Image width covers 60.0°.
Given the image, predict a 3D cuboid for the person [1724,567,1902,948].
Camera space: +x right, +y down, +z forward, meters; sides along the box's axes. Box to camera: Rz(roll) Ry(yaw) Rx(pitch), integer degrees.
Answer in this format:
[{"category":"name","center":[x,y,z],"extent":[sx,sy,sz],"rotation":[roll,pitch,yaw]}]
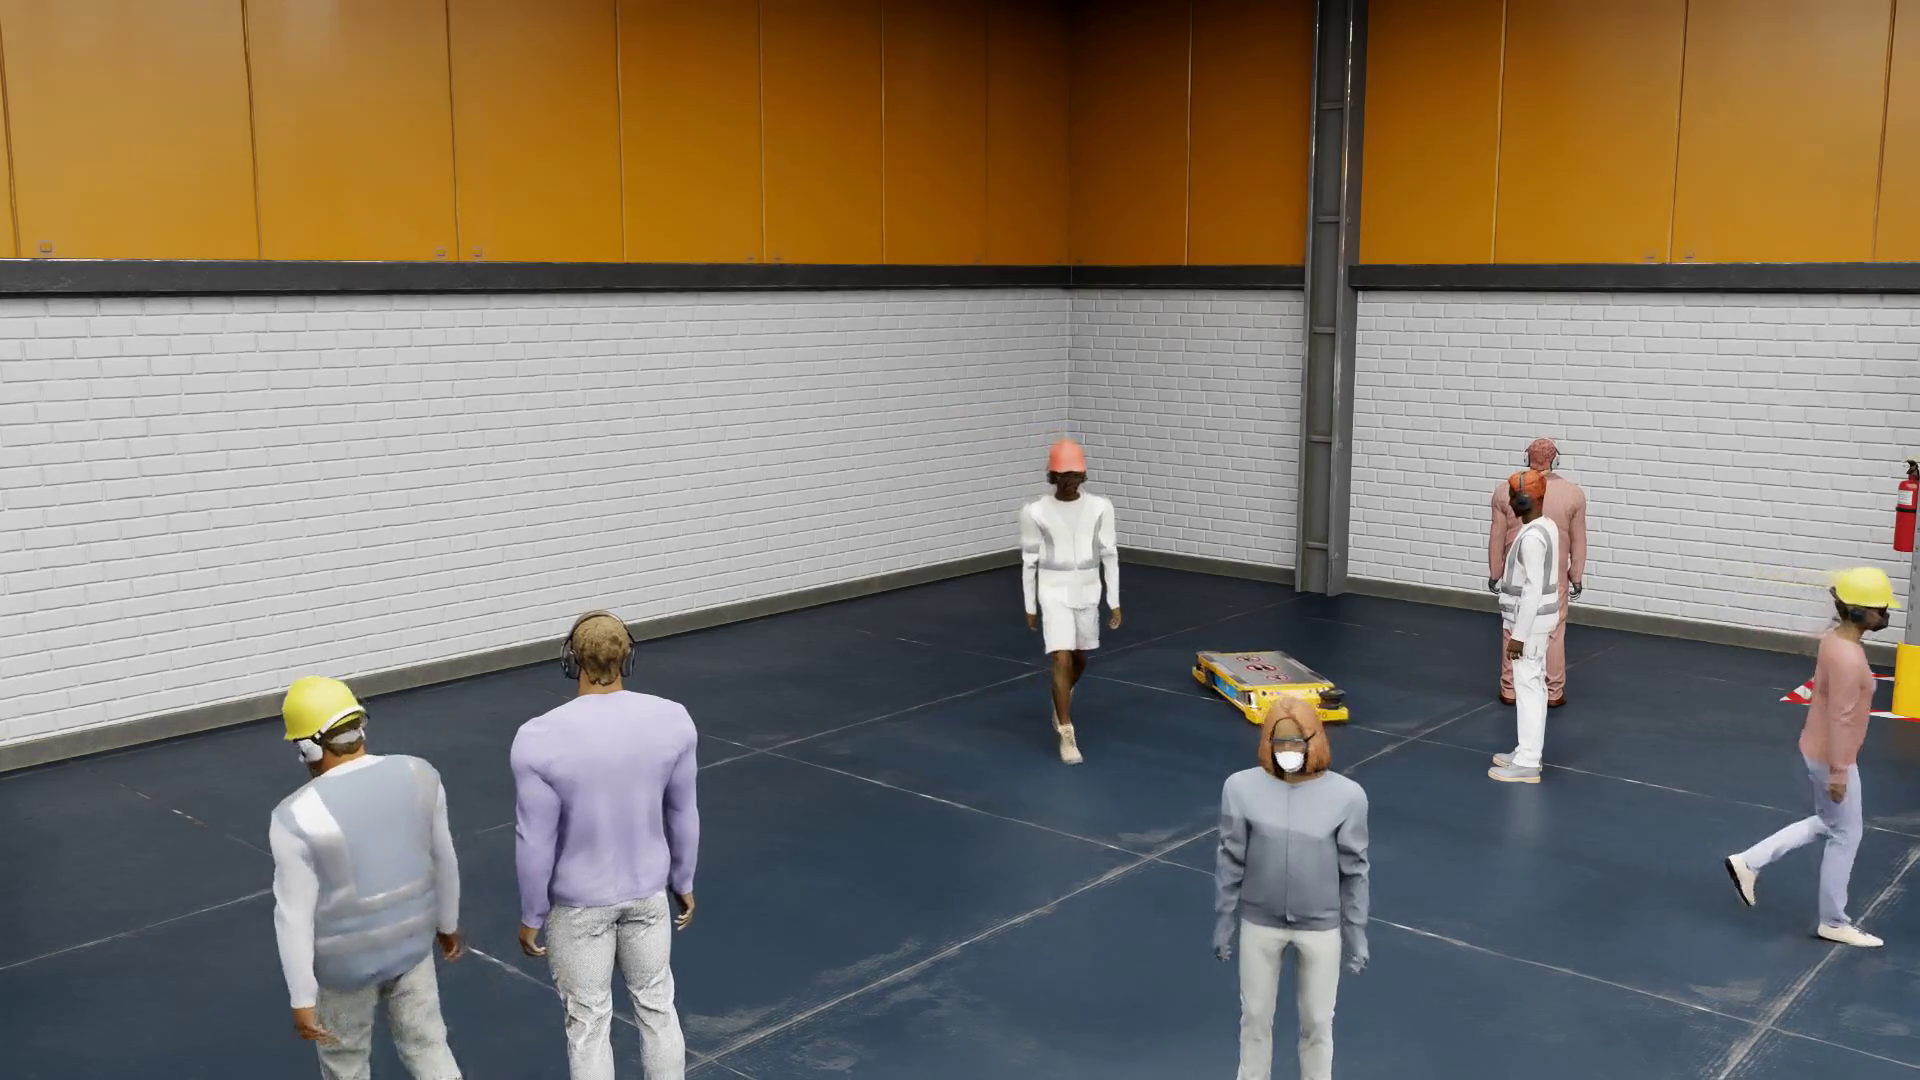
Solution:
[{"category":"person","center":[3.891,0.966,7.544],"extent":[0.583,1.746,0.544],"rotation":[4,10,21]}]

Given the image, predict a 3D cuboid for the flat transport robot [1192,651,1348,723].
[{"category":"flat transport robot","center":[2.180,1.021,11.841],"extent":[0.652,0.197,1.431],"rotation":[-2,9,-9]}]

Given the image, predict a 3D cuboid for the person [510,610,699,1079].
[{"category":"person","center":[-1.170,1.191,5.556],"extent":[0.635,1.937,0.354],"rotation":[-6,11,-32]}]

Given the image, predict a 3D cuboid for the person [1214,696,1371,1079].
[{"category":"person","center":[1.135,1.331,5.699],"extent":[0.536,1.626,0.301],"rotation":[2,9,14]}]

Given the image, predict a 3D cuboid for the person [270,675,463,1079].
[{"category":"person","center":[-1.815,1.312,5.271],"extent":[0.720,1.791,0.641],"rotation":[7,11,37]}]

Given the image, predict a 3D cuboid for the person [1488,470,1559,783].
[{"category":"person","center":[3.401,0.512,9.983],"extent":[0.354,1.887,0.573],"rotation":[4,10,26]}]

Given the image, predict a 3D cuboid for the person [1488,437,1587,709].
[{"category":"person","center":[4.052,0.229,11.702],"extent":[0.649,1.906,0.401],"rotation":[3,10,20]}]

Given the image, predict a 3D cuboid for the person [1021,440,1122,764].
[{"category":"person","center":[0.686,0.344,10.680],"extent":[0.614,2.019,0.960],"rotation":[-2,9,-11]}]
